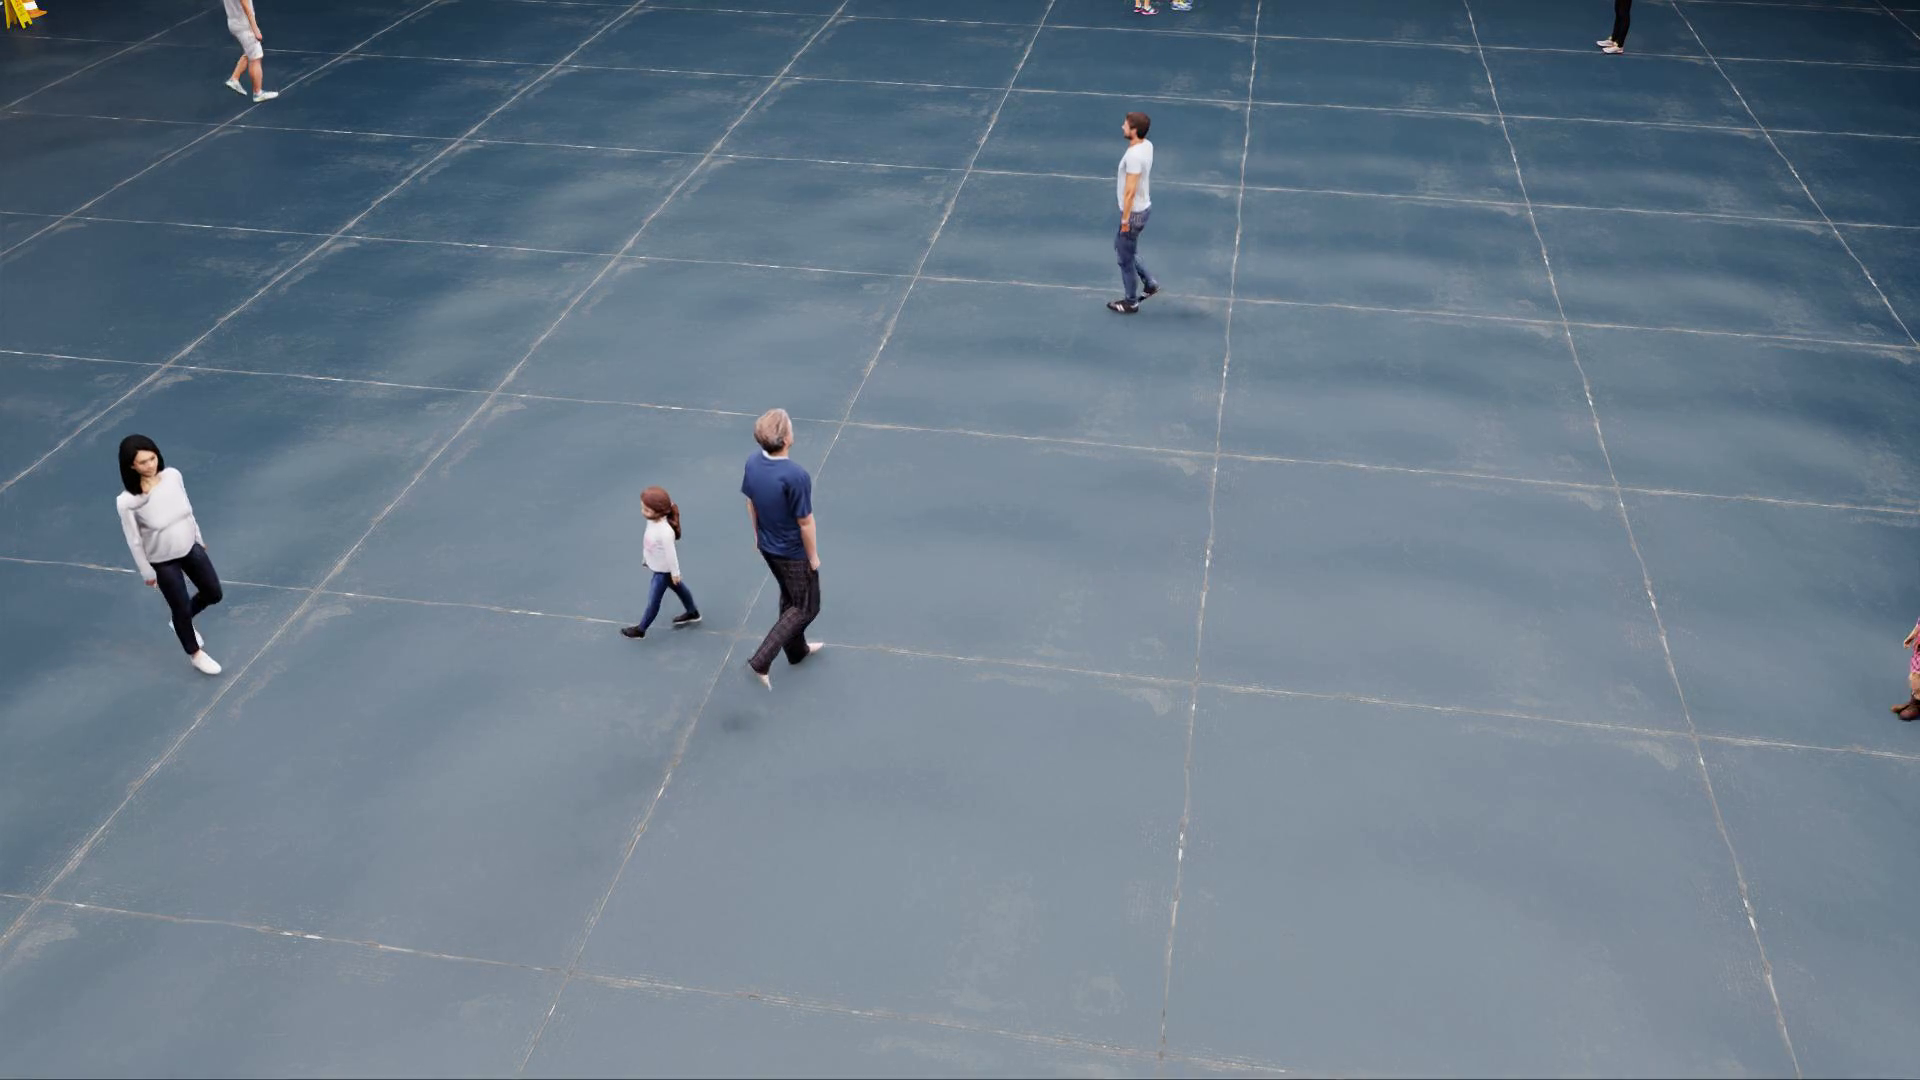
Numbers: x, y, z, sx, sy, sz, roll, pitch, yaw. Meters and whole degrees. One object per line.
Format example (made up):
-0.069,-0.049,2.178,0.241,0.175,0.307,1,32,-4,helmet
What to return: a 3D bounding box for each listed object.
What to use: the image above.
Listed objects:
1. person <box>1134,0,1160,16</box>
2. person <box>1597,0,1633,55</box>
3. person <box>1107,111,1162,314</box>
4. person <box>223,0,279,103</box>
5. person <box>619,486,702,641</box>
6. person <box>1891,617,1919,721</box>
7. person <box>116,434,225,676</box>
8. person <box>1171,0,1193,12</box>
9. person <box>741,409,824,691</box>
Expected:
2.651,-8.361,23.576,0.728,1.726,0.658,-24,39,-32,person
8.790,-7.338,21.919,0.546,1.764,0.636,4,32,6,person
1.628,-2.888,14.781,0.748,1.854,0.706,11,34,16,person
-8.698,-6.162,19.981,0.971,1.843,0.916,-25,40,-33,person
-1.855,0.134,10.715,0.845,1.081,0.729,-14,35,-21,person
5.882,0.636,9.982,0.443,1.013,0.437,3,32,4,person
-4.914,0.072,10.244,0.780,1.689,0.730,15,35,23,person
3.213,-8.580,23.793,0.528,1.866,0.598,5,33,8,person
-1.099,0.093,10.056,1.006,1.853,1.009,26,40,35,person
